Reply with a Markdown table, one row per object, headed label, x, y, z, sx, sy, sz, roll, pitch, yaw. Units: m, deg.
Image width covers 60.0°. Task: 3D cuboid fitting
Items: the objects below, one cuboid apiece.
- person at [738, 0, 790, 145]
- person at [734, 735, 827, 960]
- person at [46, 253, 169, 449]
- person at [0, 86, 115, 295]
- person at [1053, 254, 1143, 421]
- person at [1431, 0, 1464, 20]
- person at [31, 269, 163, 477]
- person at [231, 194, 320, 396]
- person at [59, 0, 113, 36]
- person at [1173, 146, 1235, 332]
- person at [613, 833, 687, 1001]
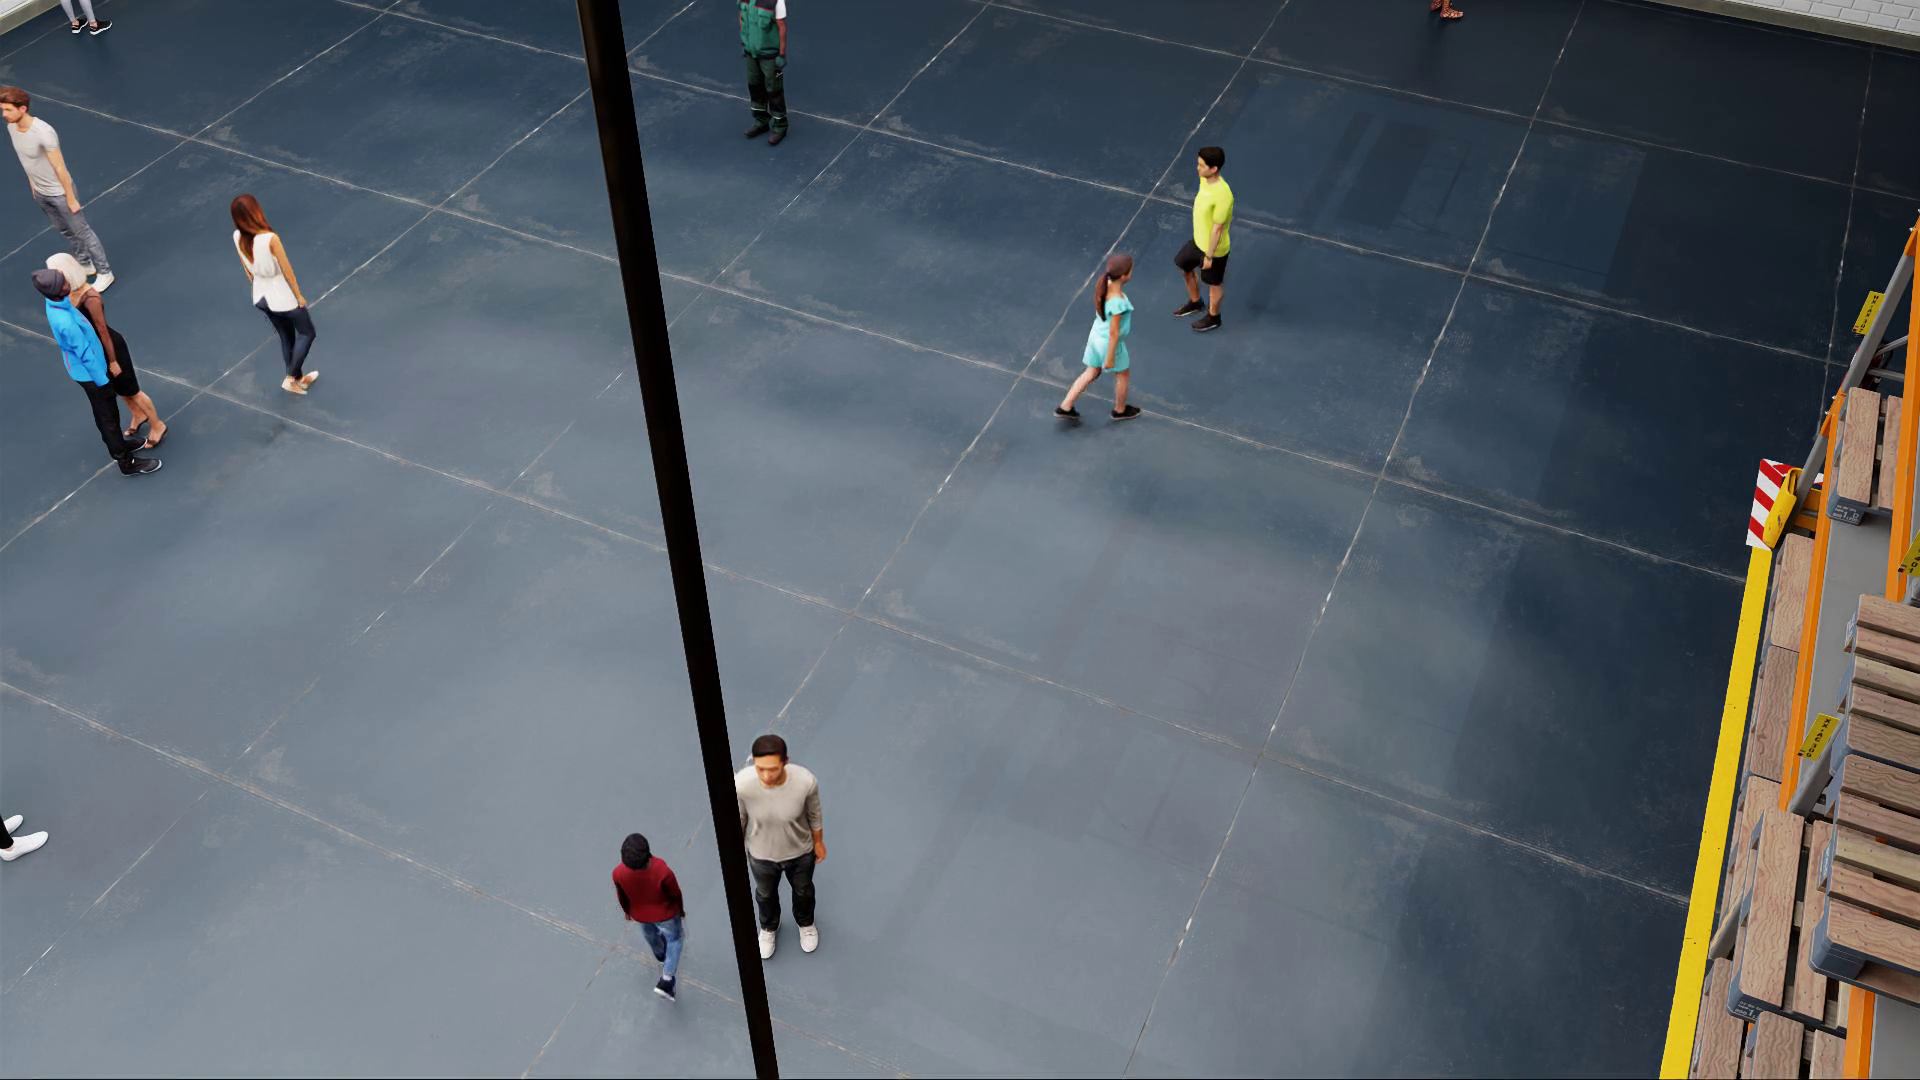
| label | x | y | z | sx | sy | sz | roll | pitch | yaw |
| --- | --- | --- | --- | --- | --- | --- | --- | --- | --- |
| person | -1.868 | -4.672 | 15.824 | 0.708 | 1.839 | 0.641 | 24 | 48 | 23 |
| person | -0.990 | 1.667 | 9.190 | 0.736 | 1.811 | 0.727 | -4 | 44 | -4 |
| person | -6.408 | -1.433 | 12.496 | 0.638 | 1.740 | 0.624 | 31 | 51 | 28 |
| person | -7.614 | -2.963 | 13.991 | 0.647 | 1.894 | 0.550 | 19 | 47 | 19 |
| person | 1.064 | -1.501 | 12.716 | 1.014 | 1.535 | 0.947 | -16 | 46 | -16 |
| person | 5.326 | -6.443 | 17.771 | 0.726 | 1.719 | 0.650 | -11 | 45 | -11 |
| person | -6.424 | -1.240 | 12.255 | 0.694 | 1.794 | 0.691 | -29 | 51 | -27 |
| person | -5.333 | -1.820 | 12.880 | 0.650 | 1.772 | 0.728 | 13 | 45 | 13 |
| person | -9.477 | -6.170 | 17.478 | 0.595 | 1.726 | 0.587 | 8 | 44 | 9 |
| person | 2.124 | -2.476 | 13.623 | 0.837 | 1.696 | 0.778 | -15 | 46 | -15 |
| person | -1.695 | 2.066 | 9.183 | 0.650 | 1.244 | 0.814 | 3 | 44 | 3 |
